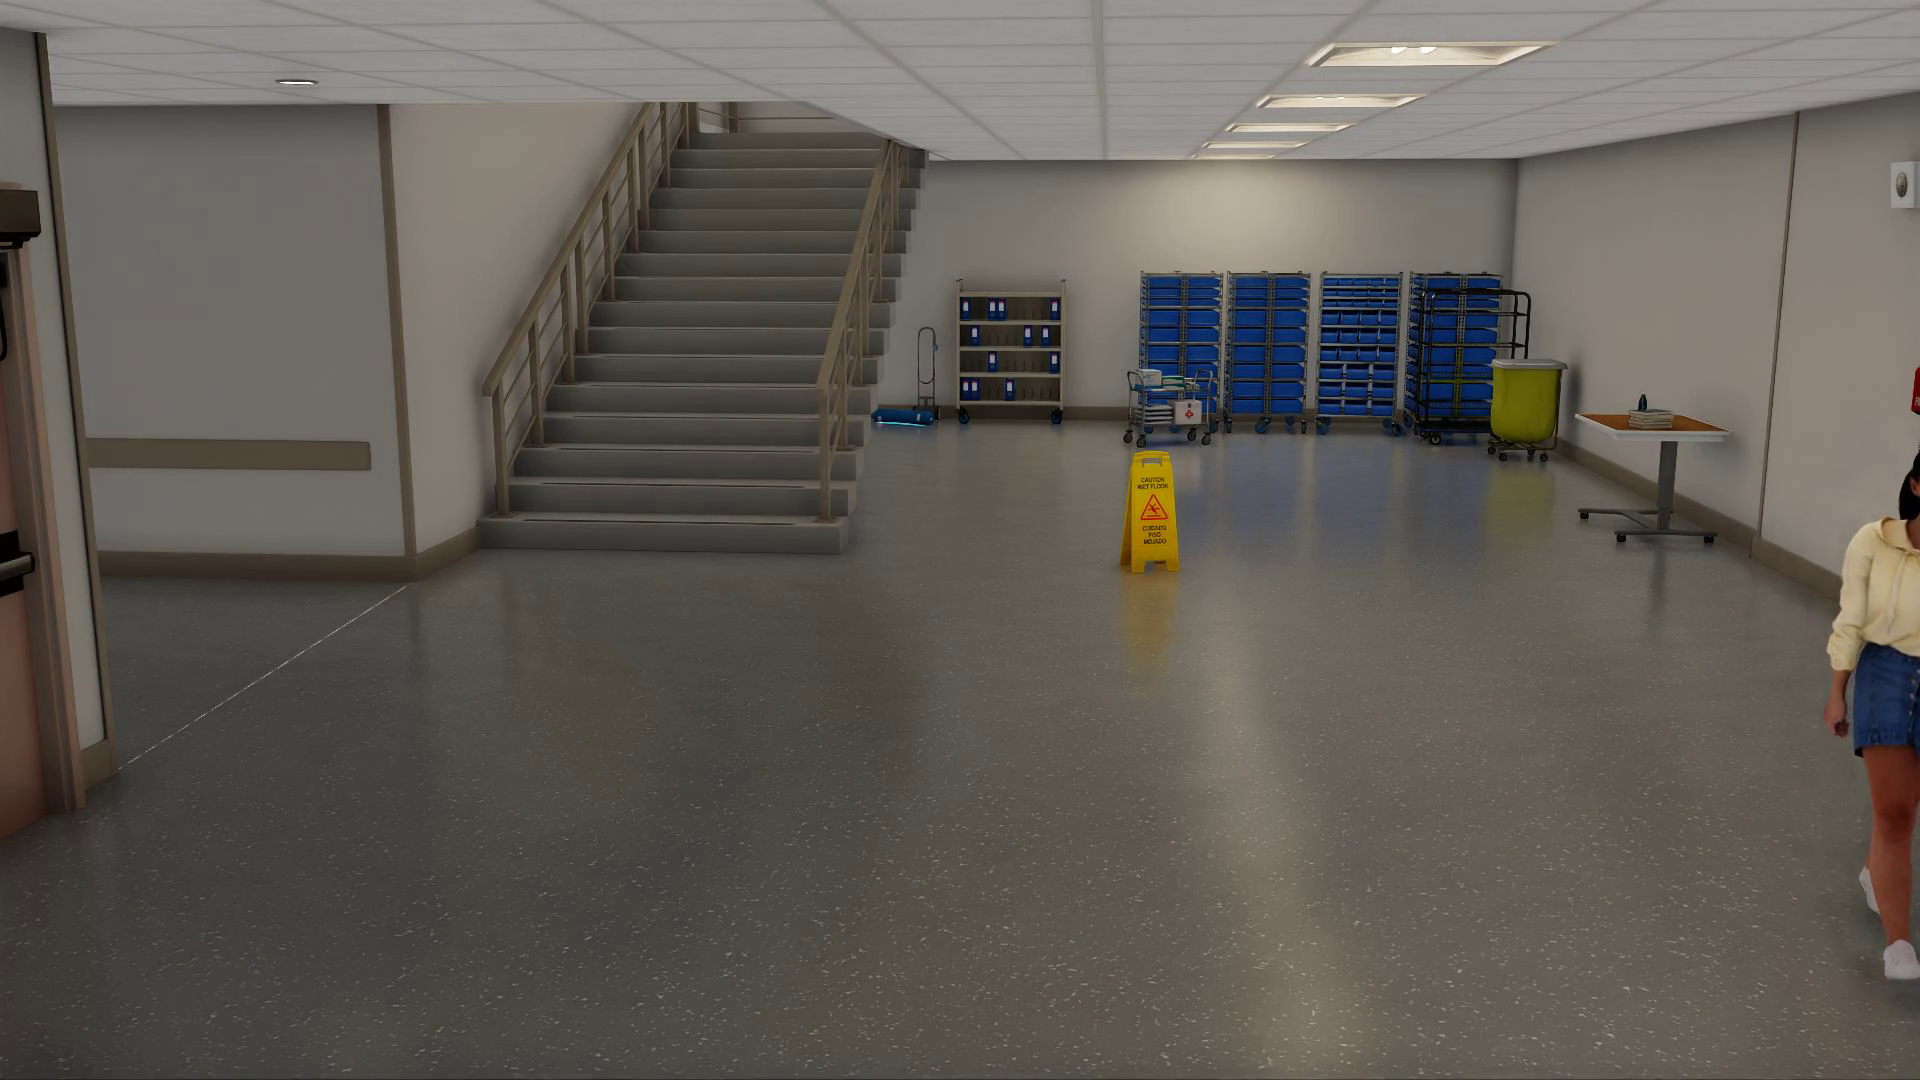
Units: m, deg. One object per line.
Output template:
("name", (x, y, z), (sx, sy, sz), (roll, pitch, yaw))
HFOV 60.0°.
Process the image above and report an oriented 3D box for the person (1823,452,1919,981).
("person", (2.965, 0.507, 5.196), (0.808, 1.582, 1.185), (3, 11, 17))
